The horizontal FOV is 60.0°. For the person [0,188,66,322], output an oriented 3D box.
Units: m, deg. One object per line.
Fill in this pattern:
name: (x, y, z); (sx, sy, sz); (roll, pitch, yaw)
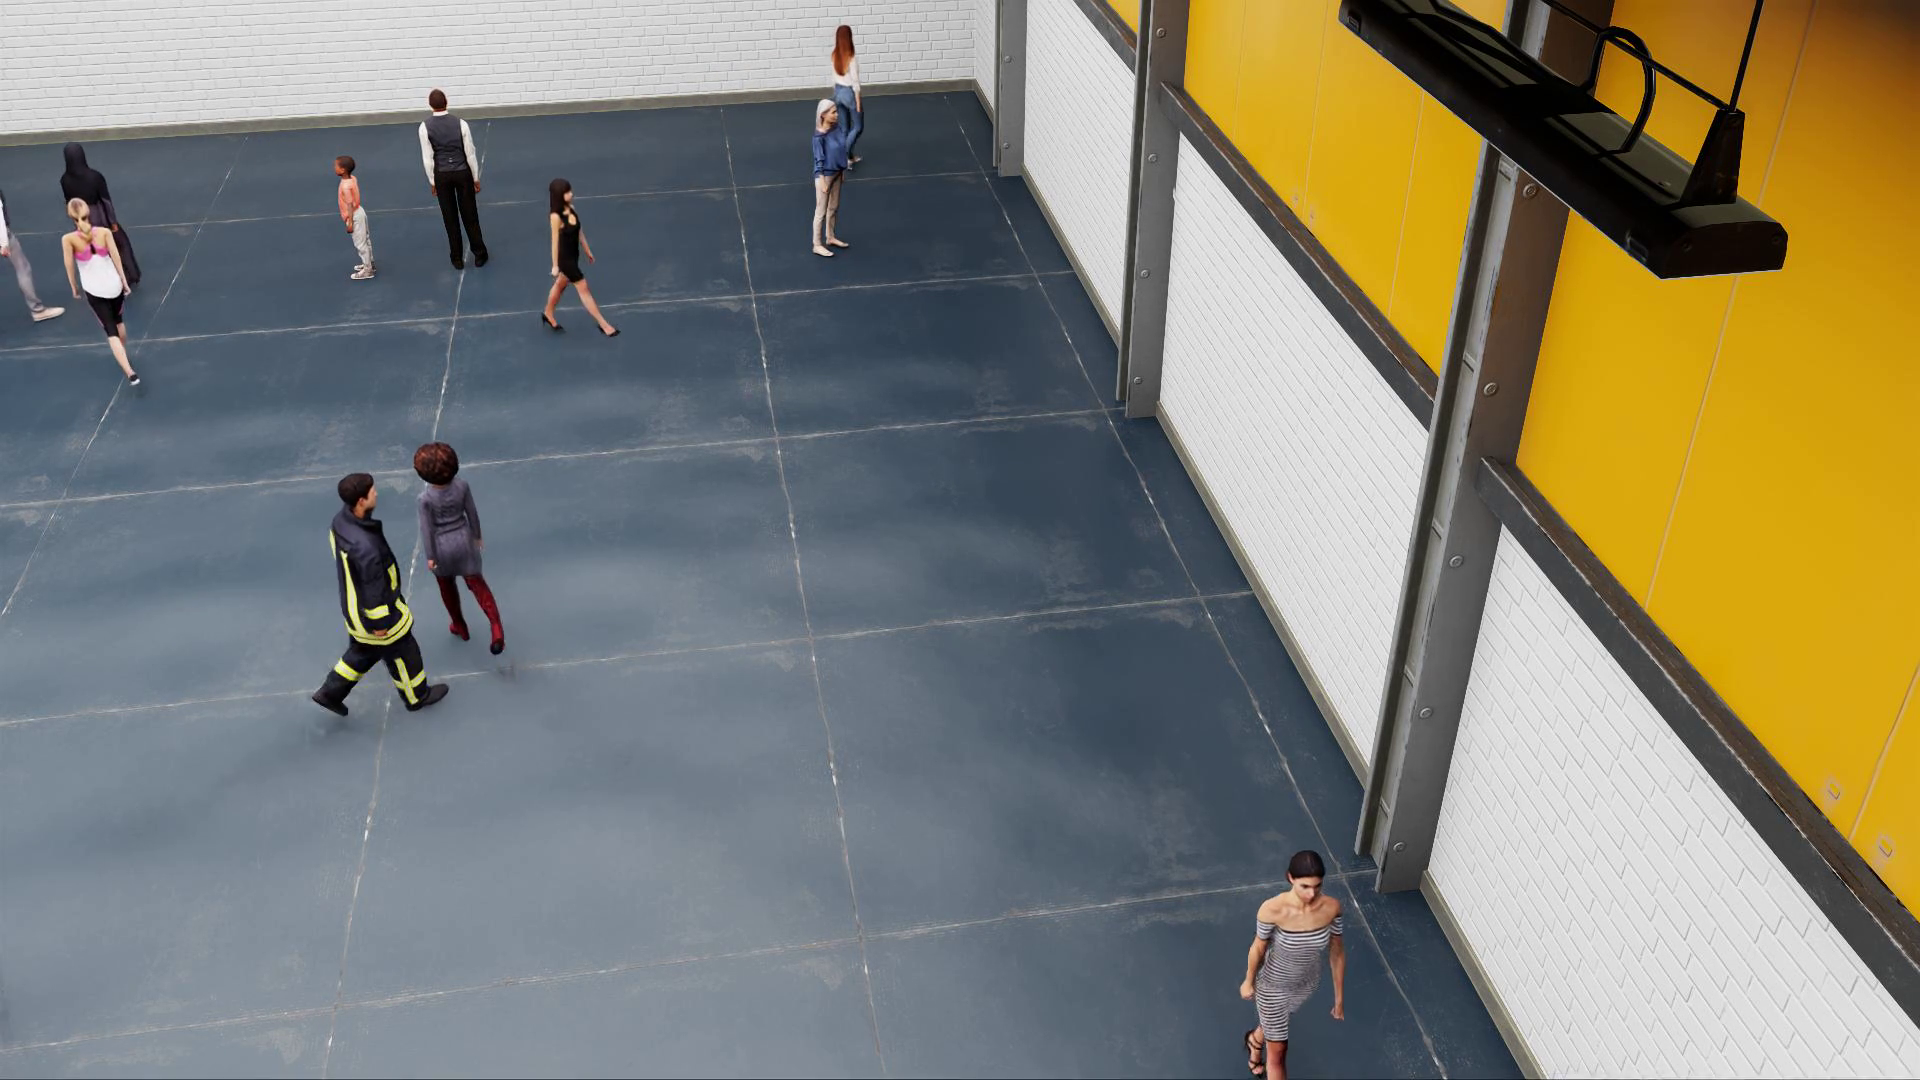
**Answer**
person: (-9.473, -2.947, 16.151); (1.136, 1.896, 1.202); (17, 37, 23)

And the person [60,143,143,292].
person: (-8.746, -3.189, 16.774); (0.633, 1.610, 0.831); (-3, 34, -5)

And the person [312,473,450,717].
person: (-4.007, 0.432, 11.065); (1.127, 1.899, 1.187); (-19, 38, -26)

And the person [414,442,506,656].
person: (-3.537, 0.106, 11.745); (0.913, 1.689, 1.106); (-25, 41, -33)

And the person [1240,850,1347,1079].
person: (1.645, 2.206, 8.500); (0.632, 1.783, 1.049); (-6, 34, -9)

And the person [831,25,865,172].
person: (-1.376, -5.228, 19.741); (0.859, 1.722, 0.909); (24, 40, 31)

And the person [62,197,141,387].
person: (-7.816, -2.226, 15.201); (0.951, 1.746, 1.225); (-21, 39, -28)

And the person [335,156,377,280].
person: (-6.299, -3.376, 17.326); (0.549, 1.311, 0.426); (-3, 34, -5)

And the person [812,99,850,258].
person: (-1.404, -3.864, 17.715); (0.782, 1.693, 0.708); (18, 37, 24)

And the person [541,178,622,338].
person: (-3.858, -2.692, 16.037); (0.927, 1.598, 1.094); (7, 34, 11)

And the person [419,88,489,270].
person: (-5.294, -3.774, 17.376); (0.704, 1.917, 0.606); (-9, 35, -13)
